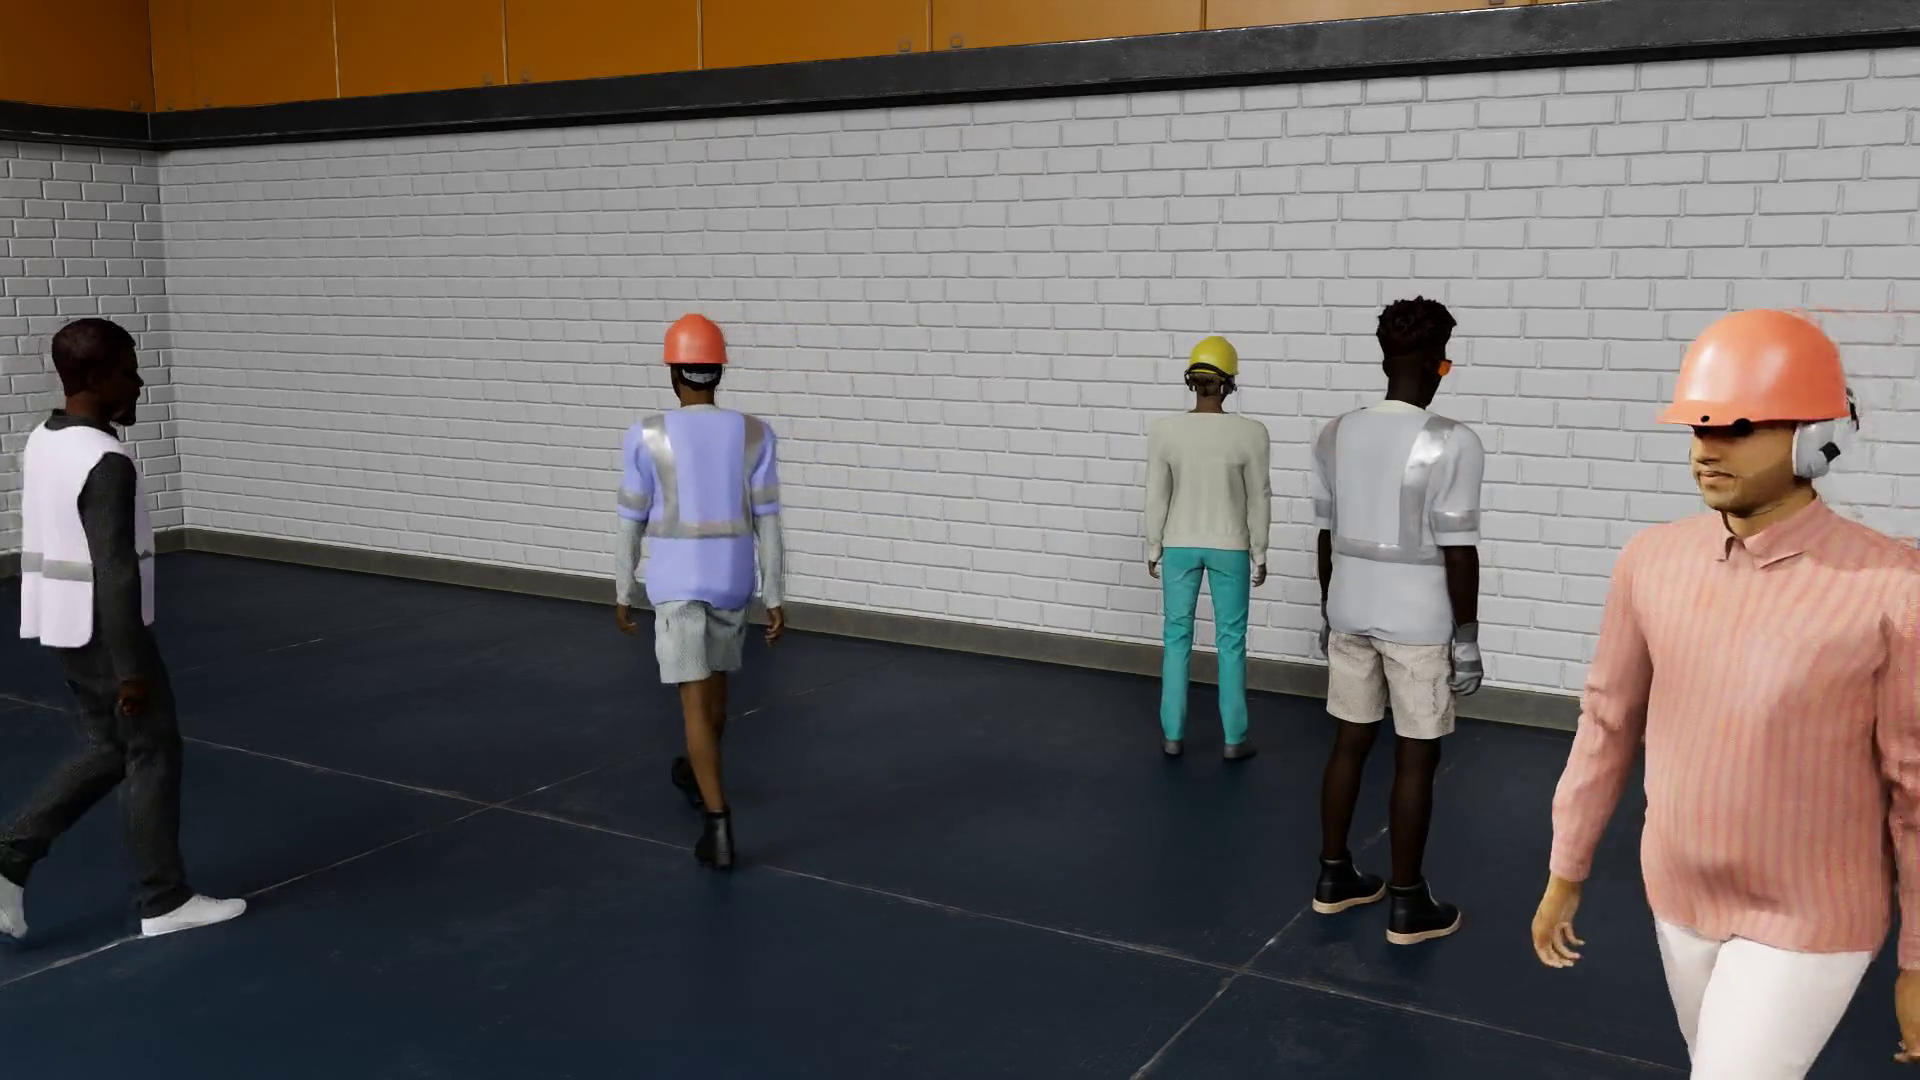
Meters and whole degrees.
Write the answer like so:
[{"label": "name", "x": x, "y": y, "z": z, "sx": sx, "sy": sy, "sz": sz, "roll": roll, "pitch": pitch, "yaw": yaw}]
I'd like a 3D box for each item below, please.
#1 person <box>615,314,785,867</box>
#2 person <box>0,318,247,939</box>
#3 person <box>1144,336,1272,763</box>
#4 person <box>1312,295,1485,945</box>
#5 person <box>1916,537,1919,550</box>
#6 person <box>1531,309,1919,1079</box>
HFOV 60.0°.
[{"label": "person", "x": -0.930, "y": 0.148, "z": 5.915, "sx": 0.560, "sy": 1.881, "sz": 1.039, "roll": -4, "pitch": 10, "yaw": -24}, {"label": "person", "x": -2.587, "y": 0.292, "z": 4.950, "sx": 0.614, "sy": 1.898, "sz": 0.666, "roll": 8, "pitch": 12, "yaw": 42}, {"label": "person", "x": 1.028, "y": 0.041, "z": 6.923, "sx": 0.527, "sy": 1.767, "sz": 0.331, "roll": 3, "pitch": 10, "yaw": 20}, {"label": "person", "x": 1.337, "y": 0.239, "z": 5.090, "sx": 0.373, "sy": 1.957, "sz": 0.606, "roll": -6, "pitch": 11, "yaw": -34}, {"label": "person", "x": 2.339, "y": 0.498, "z": 3.712, "sx": 0.626, "sy": 1.888, "sz": 0.666, "roll": -3, "pitch": 10, "yaw": -17}, {"label": "person", "x": 1.201, "y": 0.612, "z": 2.749, "sx": 0.939, "sy": 1.951, "sz": 0.641, "roll": -4, "pitch": 10, "yaw": -25}]
